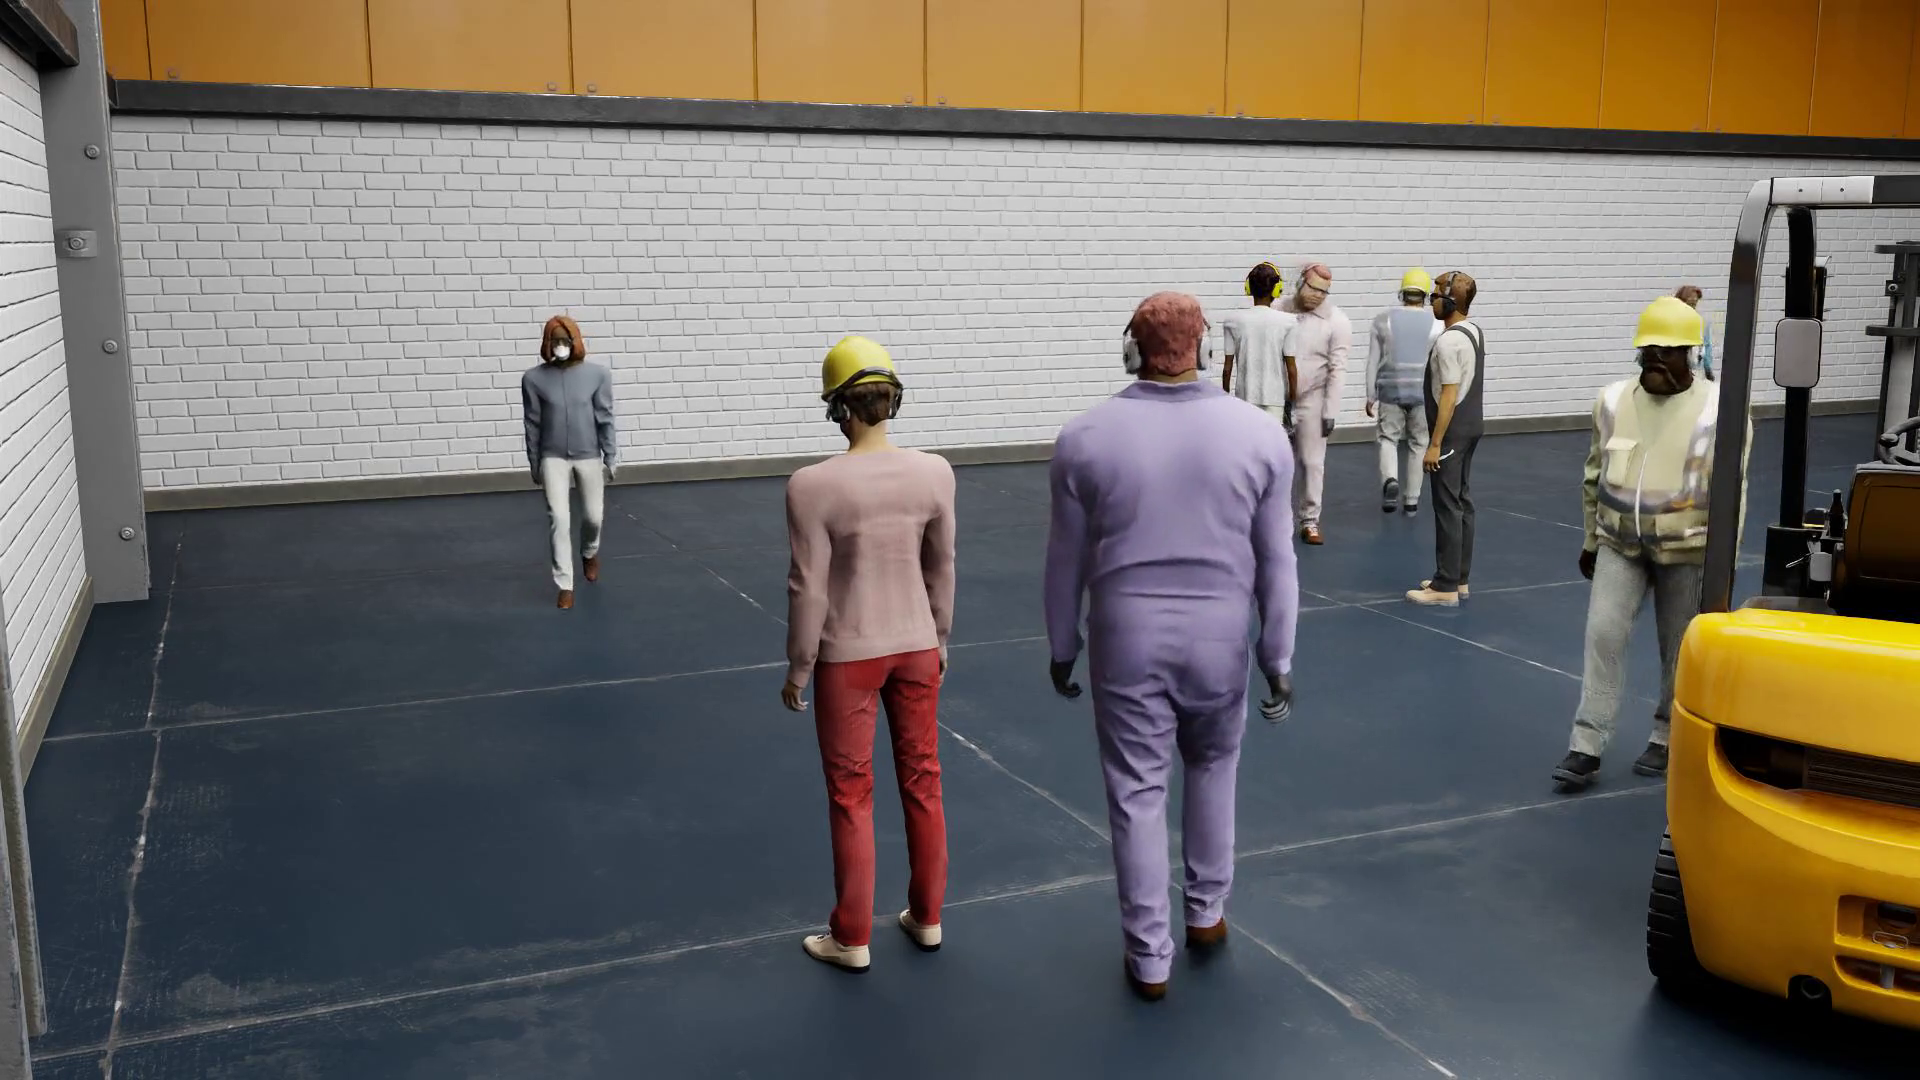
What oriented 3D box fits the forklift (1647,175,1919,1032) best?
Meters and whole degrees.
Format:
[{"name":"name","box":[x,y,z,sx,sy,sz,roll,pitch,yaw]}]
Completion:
[{"name":"forklift","box":[2.810,0.094,4.662,1.214,2.155,2.313,7,12,34]}]

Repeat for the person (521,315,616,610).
[{"name":"person","box":[-2.177,-0.456,9.296,0.496,1.611,0.621,-2,11,-13]}]

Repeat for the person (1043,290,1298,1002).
[{"name":"person","box":[0.558,0.270,4.546,0.668,1.879,0.665,1,10,3]}]

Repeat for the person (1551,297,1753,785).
[{"name":"person","box":[2.495,0.032,6.067,0.627,1.800,0.807,9,14,42]}]

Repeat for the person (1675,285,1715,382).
[{"name":"person","box":[6.602,-1.550,15.343,0.514,1.607,0.780,-4,11,-22]}]

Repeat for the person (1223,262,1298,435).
[{"name":"person","box":[1.962,-0.874,10.891,0.514,1.872,0.328,4,11,19]}]

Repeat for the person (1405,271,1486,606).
[{"name":"person","box":[2.701,-0.555,9.198,0.345,1.847,0.504,7,12,33]}]

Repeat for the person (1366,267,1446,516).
[{"name":"person","box":[3.227,-1.050,11.986,0.604,1.821,0.554,3,11,14]}]

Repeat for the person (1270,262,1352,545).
[{"name":"person","box":[2.188,-0.908,11.096,0.803,1.873,0.416,9,14,41]}]

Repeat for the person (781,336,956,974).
[{"name":"person","box":[-0.255,0.320,4.620,0.524,1.760,0.327,-6,12,-32]}]
